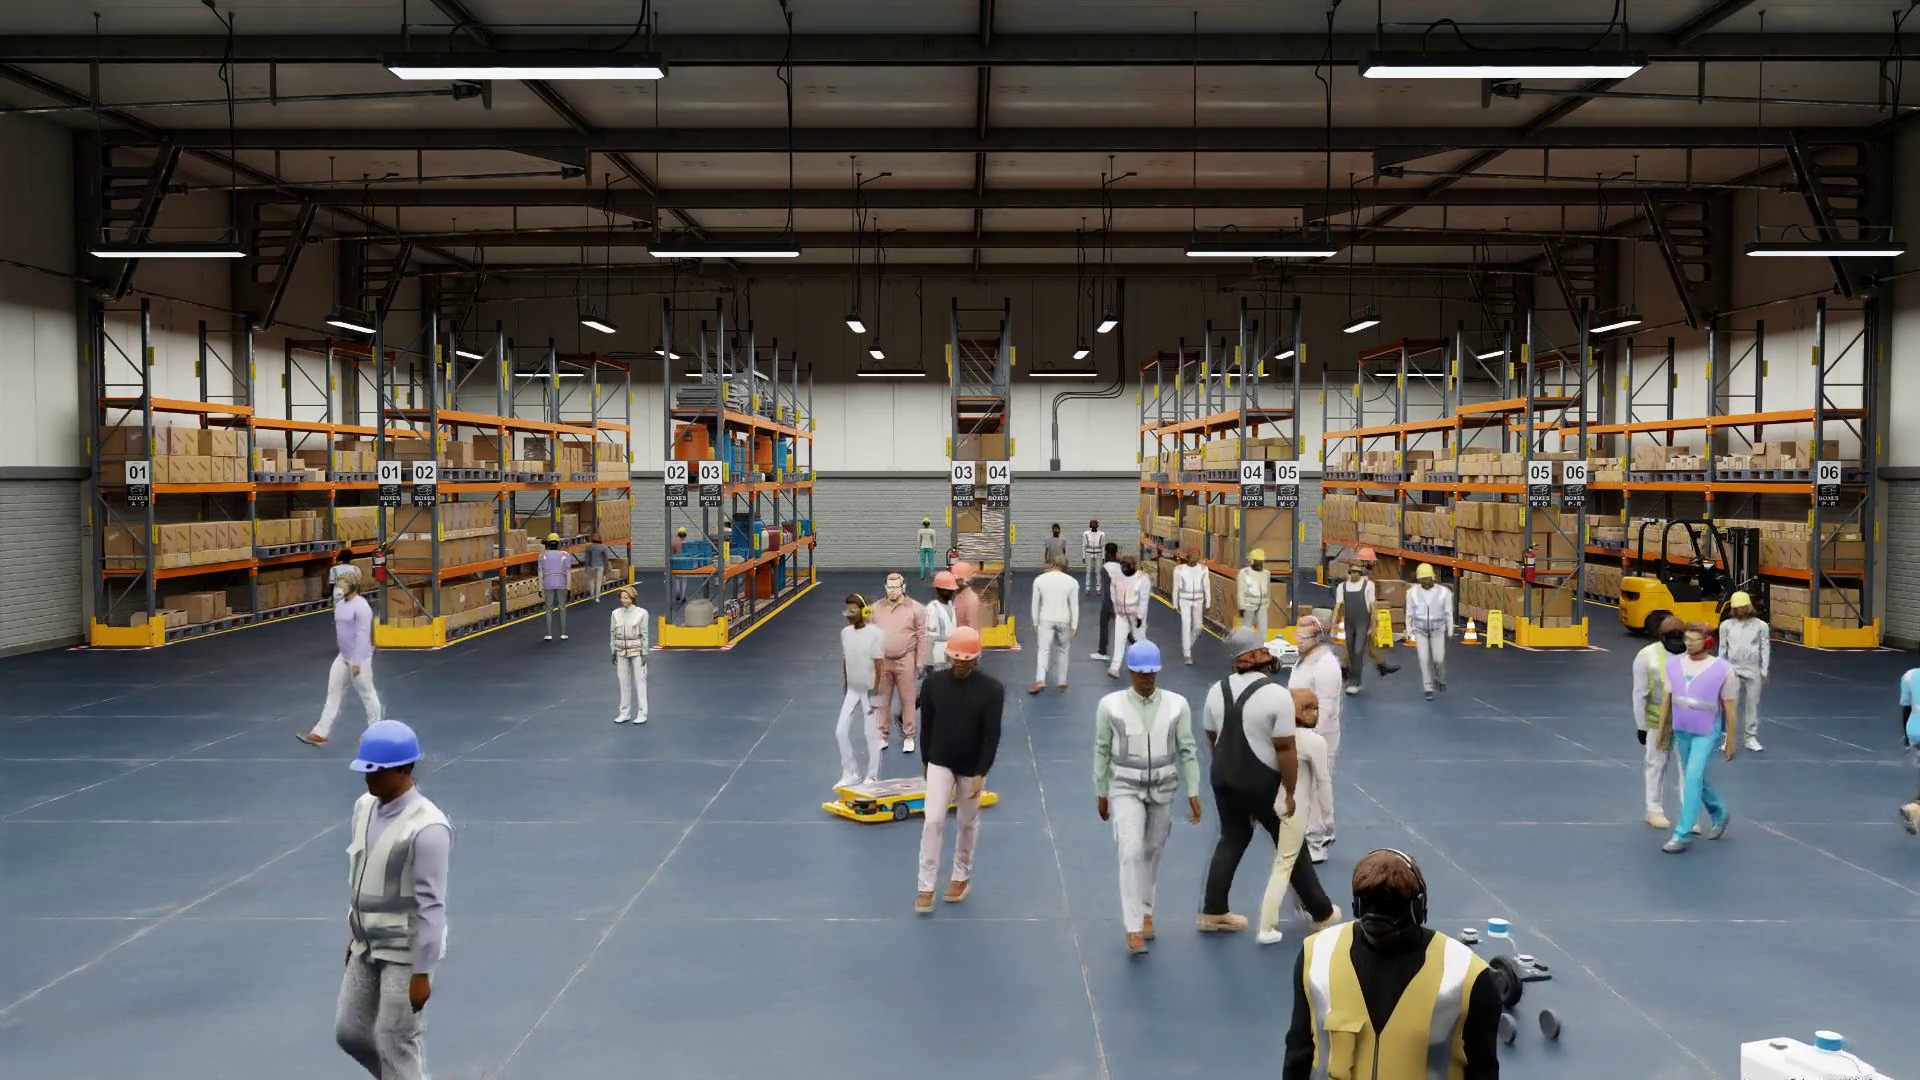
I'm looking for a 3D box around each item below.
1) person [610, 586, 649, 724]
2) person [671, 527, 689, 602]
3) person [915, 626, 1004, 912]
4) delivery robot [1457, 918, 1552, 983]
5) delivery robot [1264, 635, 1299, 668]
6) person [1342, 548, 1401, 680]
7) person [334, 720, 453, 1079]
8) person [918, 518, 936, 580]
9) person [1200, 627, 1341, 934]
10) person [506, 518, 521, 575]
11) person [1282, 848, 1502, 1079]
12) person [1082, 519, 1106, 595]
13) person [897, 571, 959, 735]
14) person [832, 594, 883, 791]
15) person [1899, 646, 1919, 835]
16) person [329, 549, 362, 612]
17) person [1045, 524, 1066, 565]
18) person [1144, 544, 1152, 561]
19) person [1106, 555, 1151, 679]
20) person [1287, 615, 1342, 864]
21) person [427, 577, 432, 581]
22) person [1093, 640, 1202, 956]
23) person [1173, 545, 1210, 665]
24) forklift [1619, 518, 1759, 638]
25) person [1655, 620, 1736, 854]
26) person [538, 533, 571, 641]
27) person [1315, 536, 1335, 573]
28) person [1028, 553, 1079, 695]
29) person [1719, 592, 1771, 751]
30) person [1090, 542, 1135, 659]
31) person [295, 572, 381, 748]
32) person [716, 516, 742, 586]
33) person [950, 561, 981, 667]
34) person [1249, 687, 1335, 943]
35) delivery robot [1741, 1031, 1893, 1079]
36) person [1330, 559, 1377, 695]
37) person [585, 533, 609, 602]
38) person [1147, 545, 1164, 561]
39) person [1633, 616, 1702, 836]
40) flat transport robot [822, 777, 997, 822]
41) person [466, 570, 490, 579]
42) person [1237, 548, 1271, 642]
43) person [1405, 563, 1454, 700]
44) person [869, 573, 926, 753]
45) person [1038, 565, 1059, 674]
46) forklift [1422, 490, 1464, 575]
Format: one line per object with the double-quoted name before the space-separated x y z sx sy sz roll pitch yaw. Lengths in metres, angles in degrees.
"person" -3.919 1.364 19.175 0.508 1.628 0.319 1 2 19
"person" -6.484 0.572 37.751 0.546 1.734 0.795 0 2 -4
"person" 0.004 1.538 10.955 0.613 1.929 0.872 0 2 8
"delivery robot" 2.887 2.156 8.674 0.335 0.223 0.698 -1 2 -15
"delivery robot" 4.791 1.666 24.239 0.477 0.478 0.707 -1 2 -17
"person" 5.906 1.070 23.250 0.928 1.900 0.561 1 2 13
"person" -2.369 1.704 6.751 0.663 1.933 0.519 2 3 40
"person" -0.936 0.253 45.454 0.522 1.768 0.314 0 2 1
"person" 1.984 1.528 10.450 0.779 2.000 0.729 -2 3 -38
"person" -11.123 0.382 40.152 0.634 1.970 0.870 0 2 1
"person" 1.261 1.830 4.787 0.633 1.842 0.429 1 3 26
"person" 3.297 0.419 39.799 0.575 1.883 0.355 0 2 5
"person" -0.278 1.283 17.953 0.869 1.907 0.557 1 3 31
"person" -0.934 1.424 14.953 0.525 1.848 0.575 1 3 31
"person" 7.811 1.579 13.019 0.628 1.681 0.542 -1 2 -20
"person" -10.703 0.988 28.149 0.550 1.646 0.857 -1 2 -14
"person" 2.241 0.529 37.959 0.508 1.830 0.995 0 2 4
"person" 5.487 0.267 47.150 0.643 1.599 0.335 1 3 30
"person" 2.424 1.118 23.316 0.626 1.788 0.970 1 3 32
"person" 2.635 1.509 12.260 0.453 1.889 0.686 0 2 -8
"person" -11.769 0.613 36.105 0.606 1.792 0.921 0 2 -4
"person" 1.175 1.583 10.012 0.628 1.905 0.905 0 2 -6
"person" 3.627 1.002 25.467 0.601 1.864 0.732 0 2 -7
"forklift" 13.417 0.684 29.791 2.313 2.155 1.214 0 2 0
"person" 5.882 1.528 12.830 0.915 1.816 0.579 -1 3 -31
"person" -7.257 0.834 28.898 0.585 1.920 0.373 -1 2 -17
"person" 10.311 0.124 45.396 0.534 2.028 0.626 1 3 26
"person" 1.277 1.135 21.782 0.652 1.903 0.817 0 2 7
"person" 8.385 1.403 17.267 0.502 1.708 0.605 1 3 25
"person" 2.493 0.970 25.772 0.859 1.892 0.598 2 3 42
"person" -6.660 1.301 17.376 0.656 1.896 0.957 2 3 40
"person" -6.179 0.300 42.975 0.603 1.869 1.037 1 2 24
"person" 0.037 1.225 18.117 0.457 1.988 0.632 -1 2 -15
"person" 2.157 1.735 10.315 0.850 1.582 0.548 -2 3 -39
"delivery robot" 3.715 2.354 6.912 0.477 0.478 0.707 -1 2 -20
"person" 5.225 1.170 21.528 0.538 1.821 0.764 2 3 38
"person" -8.443 0.639 37.618 0.534 1.600 0.756 0 2 -6
"person" 5.536 0.199 44.892 0.780 1.913 0.571 2 3 35
"person" 5.866 1.516 13.276 0.650 1.792 0.900 0 2 7
"flat transport robot" -0.436 2.251 14.205 1.431 0.197 0.652 -2 3 -37
"person" -10.645 0.607 35.547 0.516 1.845 0.845 0 2 5
"person" 4.650 1.023 25.618 0.592 1.808 0.825 -1 2 -15
"person" 6.192 1.198 21.274 0.638 1.799 0.473 1 2 18
"person" -0.693 1.306 17.203 0.653 1.904 0.405 1 2 14
"person" 1.340 1.171 23.959 0.530 1.623 0.549 1 2 19
"forklift" 13.926 -0.371 47.846 1.873 2.768 1.129 0 2 0
